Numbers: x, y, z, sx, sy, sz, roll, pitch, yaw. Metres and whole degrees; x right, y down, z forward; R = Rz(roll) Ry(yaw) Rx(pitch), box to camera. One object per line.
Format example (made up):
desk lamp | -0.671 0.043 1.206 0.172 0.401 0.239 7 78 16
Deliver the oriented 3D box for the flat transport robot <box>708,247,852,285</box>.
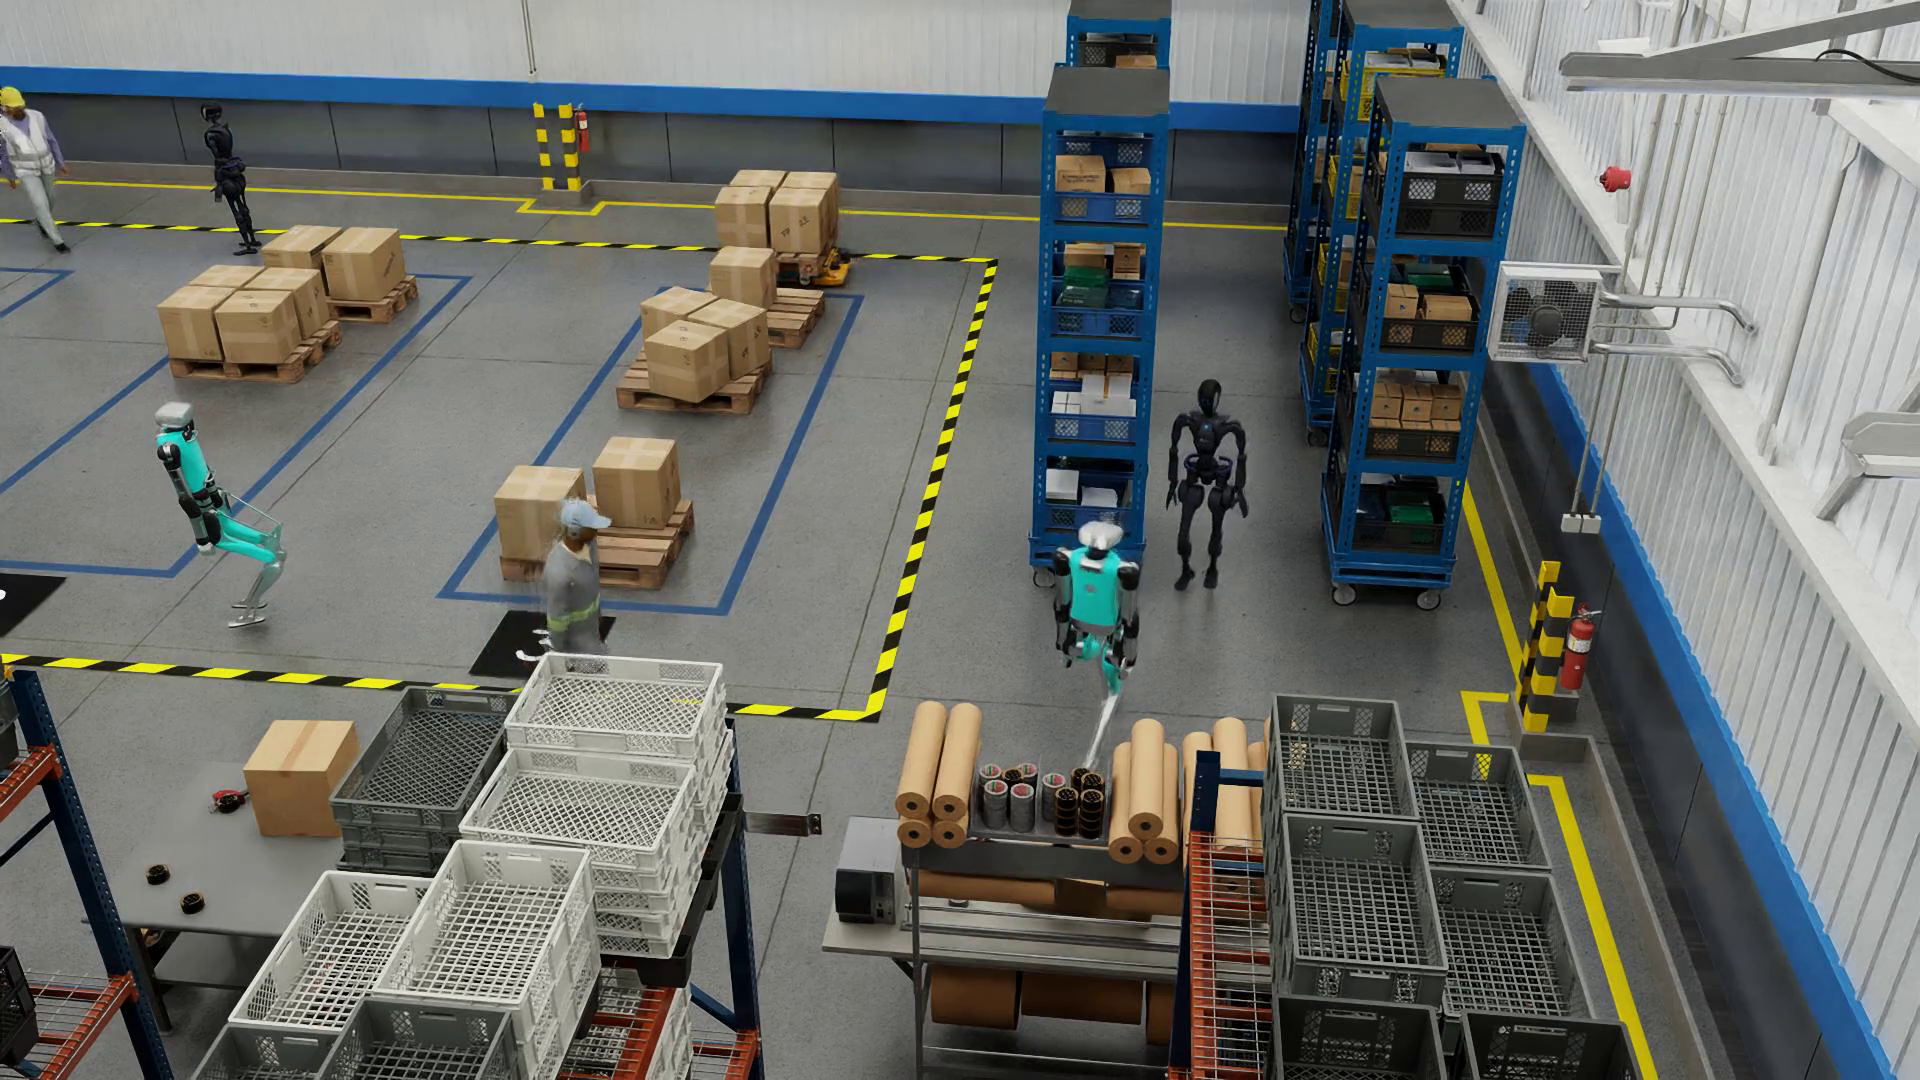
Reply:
flat transport robot | -1.911 -2.949 17.711 1.431 0.197 0.652 3 30 6

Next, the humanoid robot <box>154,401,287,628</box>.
humanoid robot | -4.968 -0.184 11.397 0.735 1.677 0.533 -5 31 -9

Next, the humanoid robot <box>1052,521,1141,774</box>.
humanoid robot | 0.939 0.519 10.325 0.539 1.764 0.963 12 32 20

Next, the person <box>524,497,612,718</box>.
person | -2.407 0.532 10.227 0.785 1.817 0.624 5 31 8

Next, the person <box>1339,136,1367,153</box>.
person | 4.217 -3.953 17.900 0.387 1.839 0.563 12 32 20

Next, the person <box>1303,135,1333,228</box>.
person | 3.817 -3.737 17.631 0.309 1.737 0.483 -18 35 -28

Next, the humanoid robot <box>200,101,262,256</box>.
humanoid robot | -7.913 -3.920 17.990 0.315 1.659 0.599 -3 30 -4

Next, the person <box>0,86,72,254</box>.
person | -10.138 -4.081 18.162 0.844 1.803 0.591 20 36 31

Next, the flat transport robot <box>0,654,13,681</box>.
flat transport robot | -7.142 0.969 11.010 1.431 0.231 0.659 3 30 6

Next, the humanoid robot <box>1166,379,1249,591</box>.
humanoid robot | 1.783 -0.379 11.915 0.608 1.659 0.421 10 32 16
